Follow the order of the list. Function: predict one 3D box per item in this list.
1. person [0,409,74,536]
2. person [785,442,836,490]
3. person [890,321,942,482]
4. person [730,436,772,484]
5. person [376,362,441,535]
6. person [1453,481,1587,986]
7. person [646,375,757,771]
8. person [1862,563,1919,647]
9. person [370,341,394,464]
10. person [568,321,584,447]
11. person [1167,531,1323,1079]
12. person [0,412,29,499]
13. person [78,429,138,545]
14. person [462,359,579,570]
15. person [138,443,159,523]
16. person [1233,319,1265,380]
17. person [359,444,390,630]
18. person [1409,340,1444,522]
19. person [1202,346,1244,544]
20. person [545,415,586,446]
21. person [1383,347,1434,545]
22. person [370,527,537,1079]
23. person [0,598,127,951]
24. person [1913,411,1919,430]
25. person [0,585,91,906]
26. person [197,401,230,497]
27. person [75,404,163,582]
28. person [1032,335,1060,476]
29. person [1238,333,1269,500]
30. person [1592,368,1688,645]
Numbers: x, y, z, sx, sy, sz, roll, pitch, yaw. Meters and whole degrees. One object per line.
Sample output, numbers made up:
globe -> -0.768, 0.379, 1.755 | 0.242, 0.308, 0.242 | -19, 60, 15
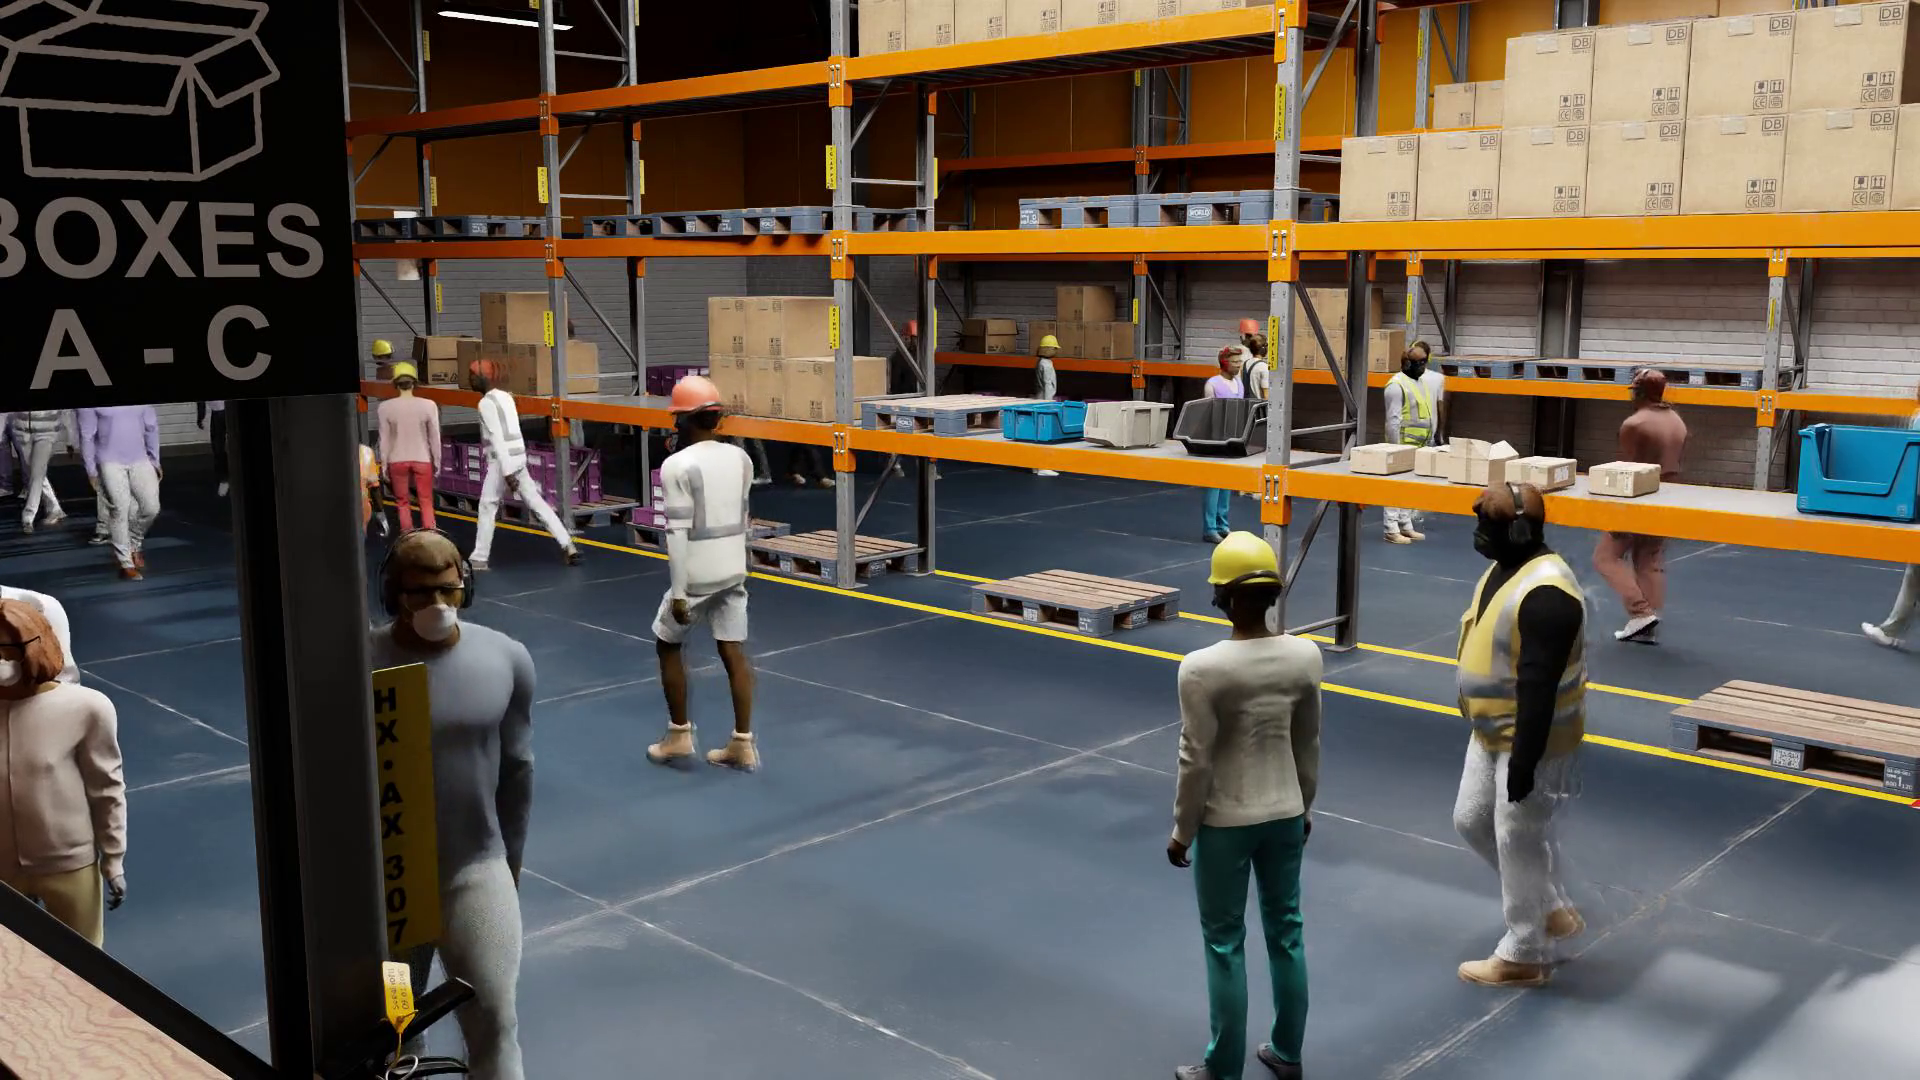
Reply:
person -> -9.068, -0.991, 16.287 | 0.684, 1.834, 0.925 | -1, 9, -9
person -> -1.778, -1.630, 19.506 | 1.018, 2.000, 0.690 | 8, 12, 39
person -> -0.577, -1.685, 20.167 | 0.658, 1.944, 1.022 | -6, 11, -31
person -> -2.537, -1.519, 19.389 | 0.552, 1.872, 0.762 | 0, 9, 2
person -> -4.819, -0.683, 14.586 | 0.521, 1.751, 0.499 | -4, 10, -24
person -> 1.984, 0.694, 5.926 | 0.434, 1.824, 0.667 | 0, 9, 0
person -> -1.337, 0.175, 8.517 | 0.752, 2.019, 0.624 | 8, 12, 40
person -> 6.454, -0.015, 10.971 | 0.517, 1.593, 0.856 | -3, 10, -18
person -> -6.827, -1.511, 19.787 | 0.546, 1.704, 0.913 | 9, 13, 44
person -> -4.987, -1.839, 21.172 | 0.658, 1.907, 0.649 | 9, 13, 44
person -> 0.870, 0.851, 5.144 | 0.533, 1.765, 0.329 | -5, 10, -26
person -> -10.611, -1.400, 18.507 | 0.653, 1.906, 0.405 | 1, 9, 9
person -> -7.868, -0.857, 15.400 | 0.591, 1.833, 0.404 | 1, 9, 3
person -> -3.757, -0.630, 14.091 | 1.044, 1.825, 0.621 | 1, 9, 9
person -> -8.222, -1.093, 16.529 | 0.373, 1.934, 0.551 | 0, 9, -1
person -> 3.525, -1.680, 20.080 | 0.635, 1.943, 0.992 | -8, 12, -39
person -> -4.238, -0.129, 11.493 | 0.867, 1.648, 0.547 | 6, 11, 34
person -> 4.637, -1.069, 16.675 | 0.517, 1.847, 0.579 | -1, 9, -5
person -> 2.454, -0.892, 15.586 | 0.373, 1.840, 0.570 | 7, 12, 39
person -> -5.331, -1.993, 22.193 | 0.638, 1.909, 0.644 | 6, 11, 34
person -> 4.195, -0.884, 15.548 | 0.429, 1.840, 0.632 | 8, 12, 40
person -> -1.383, 0.907, 4.405 | 0.633, 1.883, 1.025 | -5, 11, -30
person -> -2.684, 0.967, 4.829 | 0.502, 1.632, 0.279 | -2, 10, -14
person -> 8.328, -0.601, 14.485 | 0.653, 1.625, 0.528 | 8, 12, 41
person -> -2.919, 0.801, 5.015 | 0.556, 1.909, 0.848 | -7, 11, -35
person -> -8.246, -1.426, 18.726 | 0.668, 1.884, 0.529 | -3, 10, -20
person -> -6.858, -0.613, 13.635 | 0.452, 1.919, 0.643 | 8, 12, 40
person -> 1.077, -1.674, 20.692 | 0.322, 1.741, 0.489 | -1, 9, -8
person -> 3.308, -1.368, 18.496 | 0.336, 1.846, 0.513 | -4, 10, -25
person -> 4.607, -0.216, 11.296 | 0.673, 1.891, 0.435 | -7, 11, -35
